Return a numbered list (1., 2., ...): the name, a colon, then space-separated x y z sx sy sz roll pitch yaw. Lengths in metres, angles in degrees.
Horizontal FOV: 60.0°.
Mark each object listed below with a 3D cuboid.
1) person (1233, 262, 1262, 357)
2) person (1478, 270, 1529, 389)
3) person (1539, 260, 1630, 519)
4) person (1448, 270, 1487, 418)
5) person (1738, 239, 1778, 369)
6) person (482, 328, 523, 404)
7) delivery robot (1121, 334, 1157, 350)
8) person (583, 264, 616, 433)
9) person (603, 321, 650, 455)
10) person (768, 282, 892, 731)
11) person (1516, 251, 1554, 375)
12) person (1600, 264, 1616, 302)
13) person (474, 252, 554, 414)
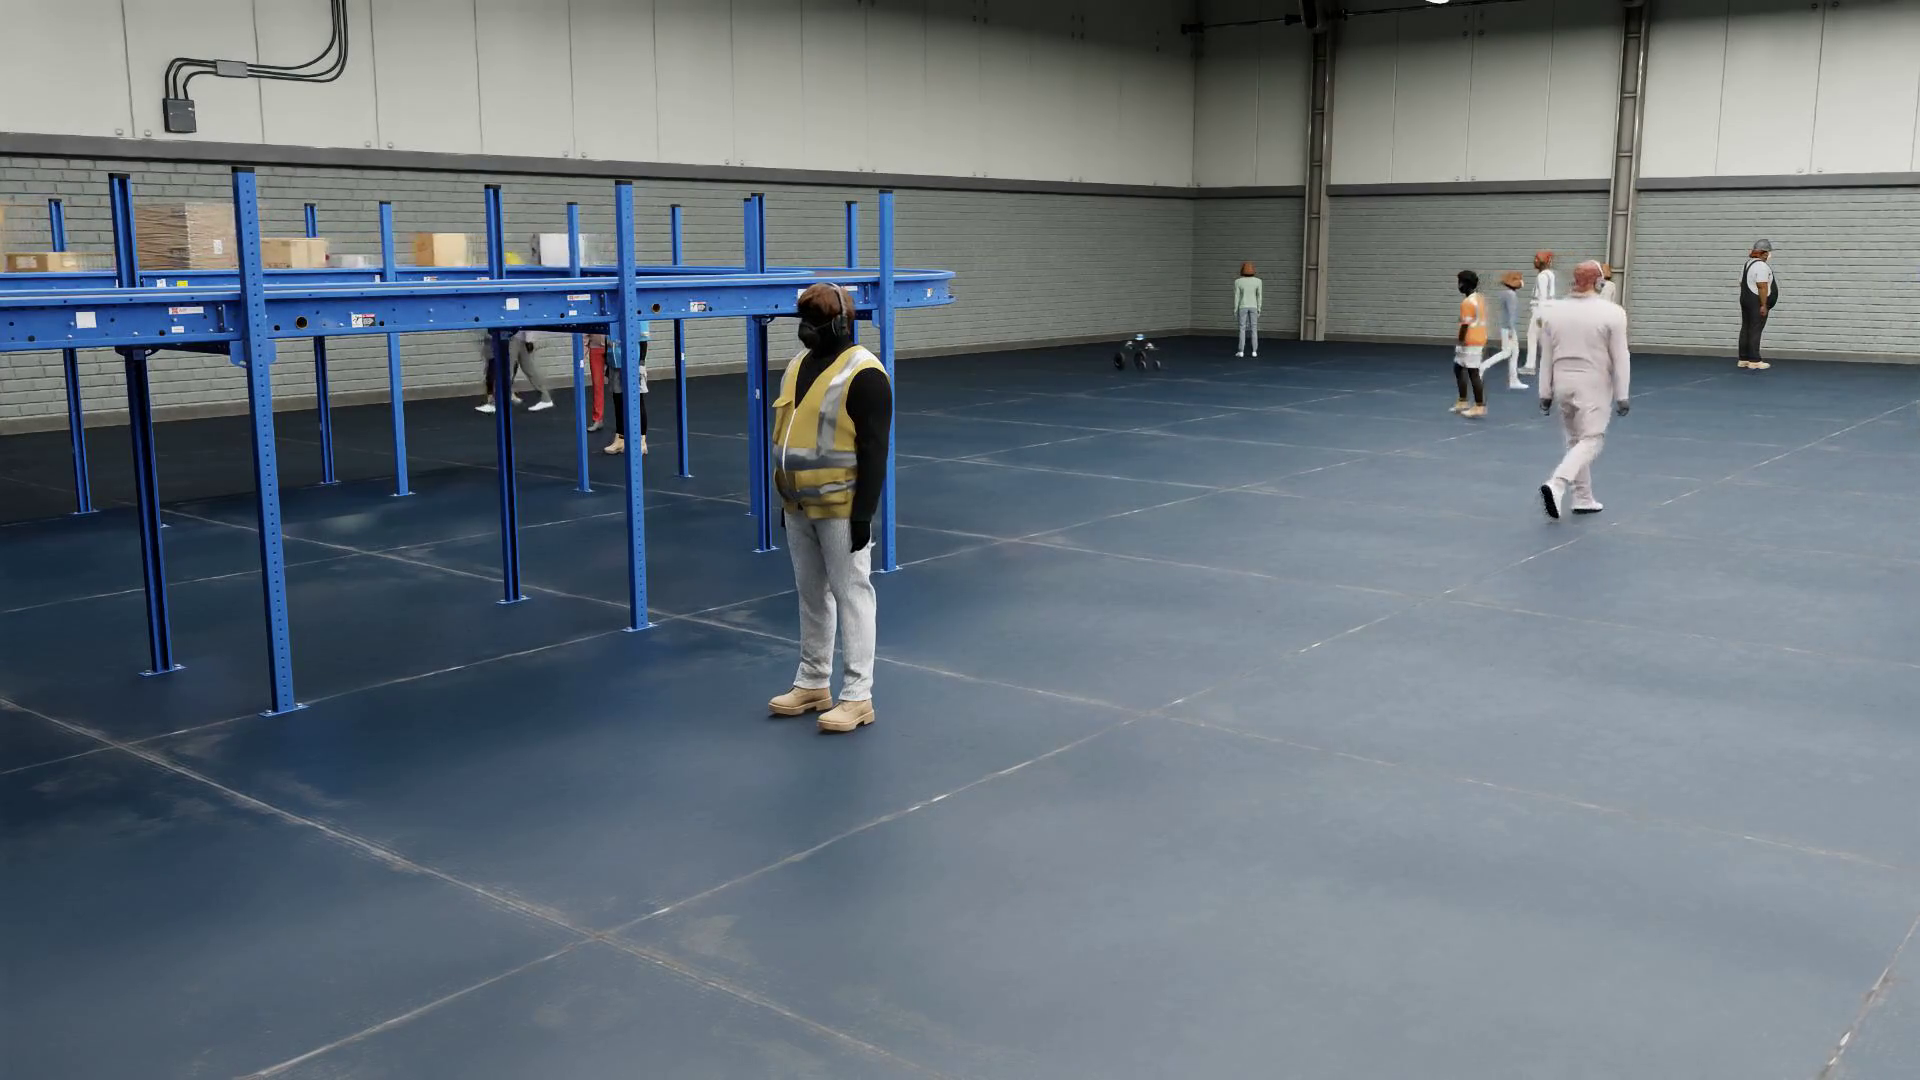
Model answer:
1. person: 4.994 -4.006 28.913 0.497 1.636 0.283 -1 10 -3
2. person: 7.448 -2.887 22.782 0.685 1.616 0.511 3 11 16
3. person: 4.522 -1.095 12.125 0.862 1.881 0.647 -7 12 -35
4. person: 5.764 -2.237 18.979 0.589 1.668 0.548 5 12 27
5. person: 12.695 -3.739 26.433 0.536 2.000 0.676 0 10 2
6. person: -5.608 -2.489 20.377 0.507 1.674 0.553 -10 14 -43
7. delivery robot: 2.810 -3.108 26.078 0.335 0.223 0.698 -6 12 -30
8. person: -3.743 -2.019 17.546 0.534 1.767 0.320 2 10 8
9. person: -3.155 -1.649 15.685 0.533 1.699 0.318 6 12 30
10. person: -0.559 -0.142 6.936 0.429 1.846 0.626 -9 14 -41
11. person: 8.850 -3.427 25.100 0.740 1.860 0.586 6 12 31
12. person: 10.066 -3.501 26.123 0.497 1.633 0.285 -6 12 -32
13. person: -5.241 -2.428 19.522 0.969 1.873 0.603 -5 11 -26
